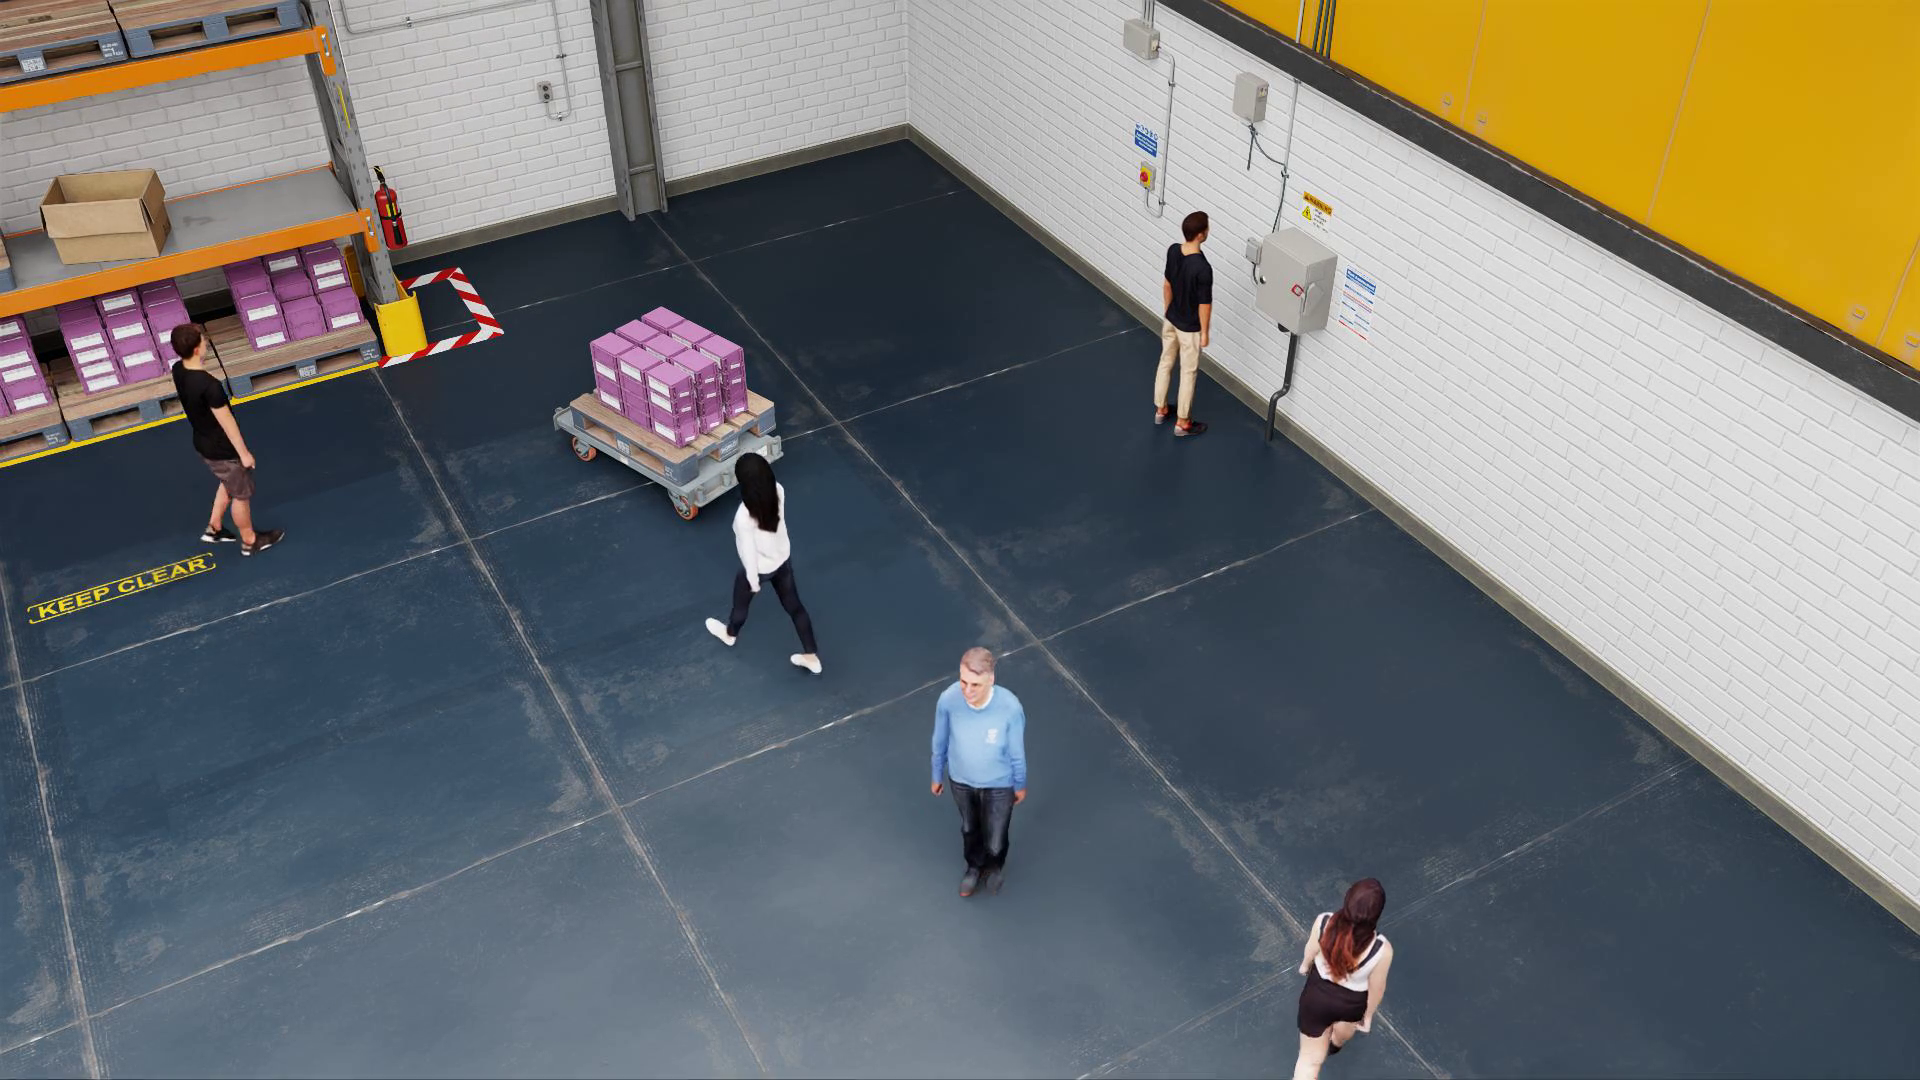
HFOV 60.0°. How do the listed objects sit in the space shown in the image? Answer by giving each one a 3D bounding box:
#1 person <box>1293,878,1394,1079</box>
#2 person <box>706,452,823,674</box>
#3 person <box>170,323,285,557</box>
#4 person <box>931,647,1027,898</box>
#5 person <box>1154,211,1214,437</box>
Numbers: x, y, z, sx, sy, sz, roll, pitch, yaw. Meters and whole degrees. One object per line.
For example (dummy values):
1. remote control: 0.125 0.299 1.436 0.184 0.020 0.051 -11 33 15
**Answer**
1. person: 1.769 2.269 7.954 0.988 1.606 1.121 14 41 17
2. person: -1.150 0.191 10.517 1.015 1.654 1.135 23 44 26
3. person: -5.146 -0.620 11.375 0.773 1.851 0.851 30 47 32
4. person: 0.148 1.225 9.103 0.780 1.803 0.823 13 40 15
5. person: 1.712 -1.653 12.663 0.544 1.858 0.644 -24 44 -27
